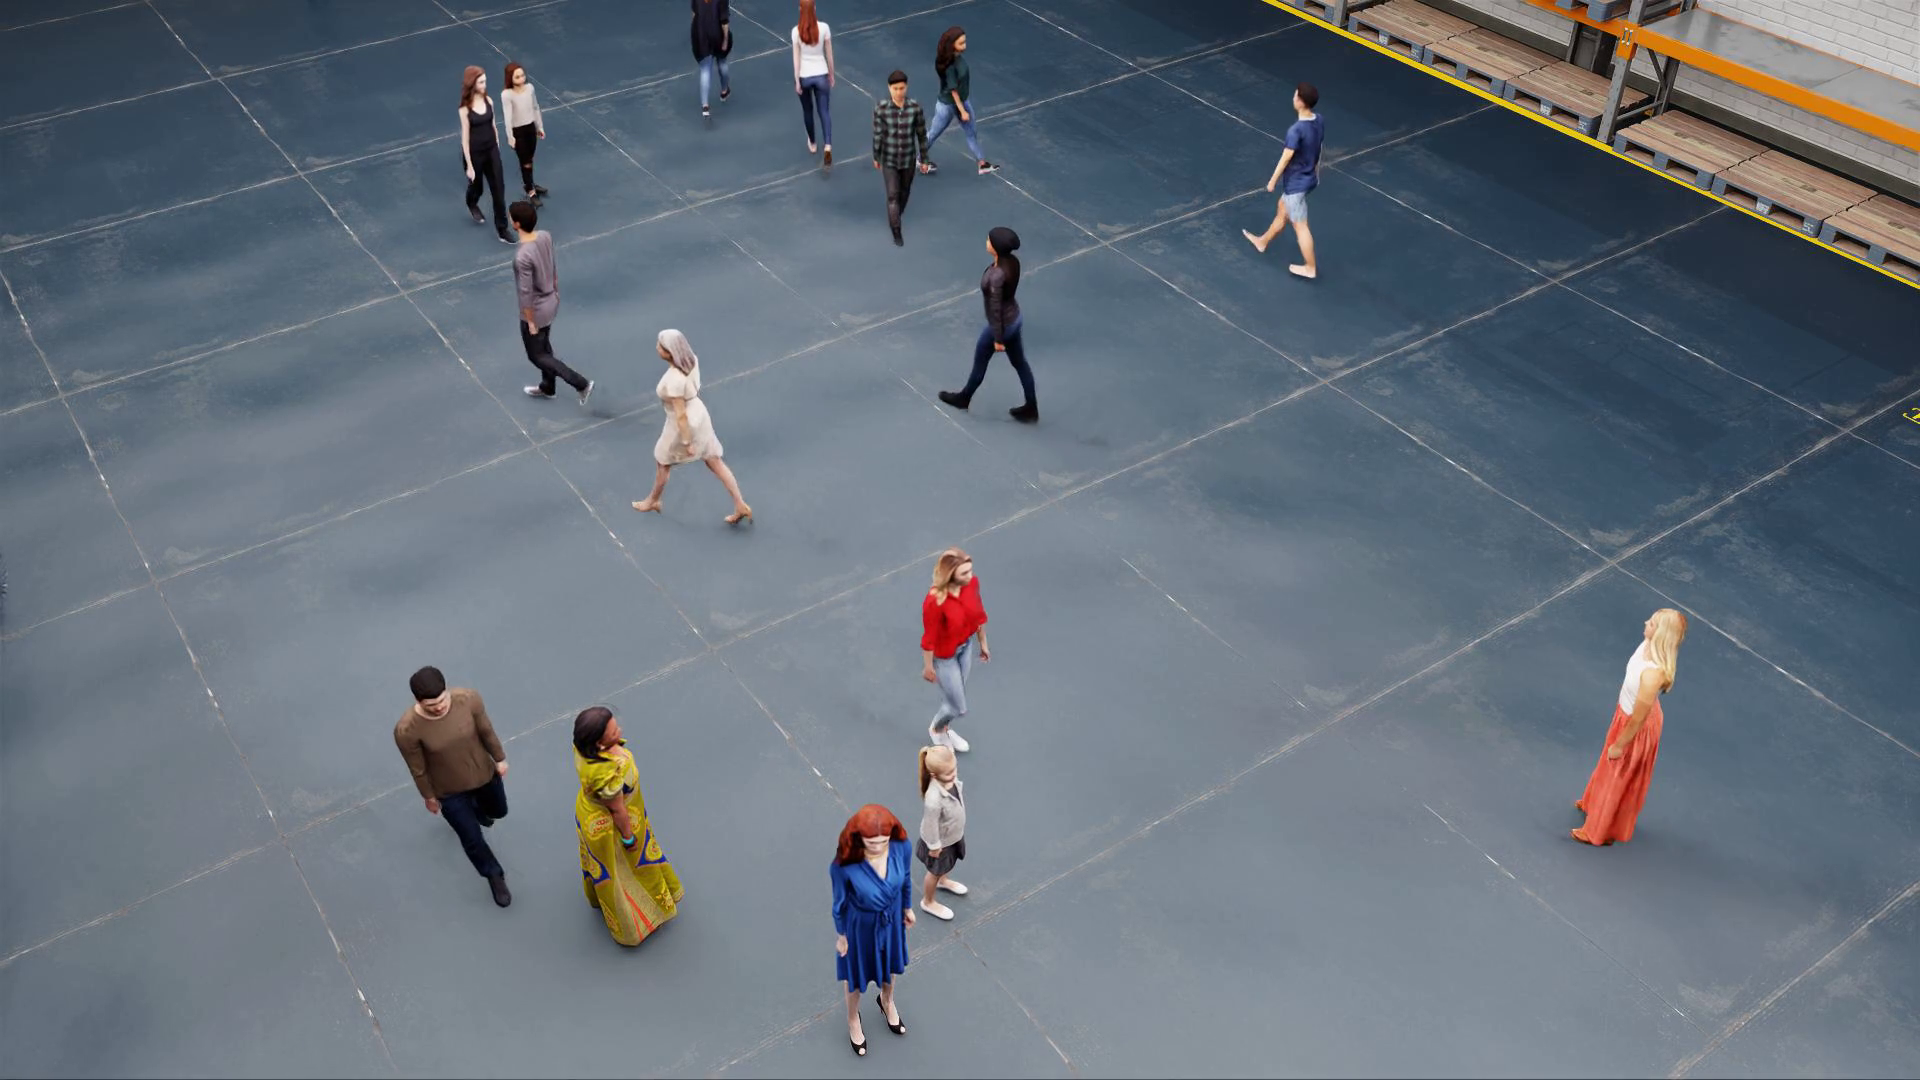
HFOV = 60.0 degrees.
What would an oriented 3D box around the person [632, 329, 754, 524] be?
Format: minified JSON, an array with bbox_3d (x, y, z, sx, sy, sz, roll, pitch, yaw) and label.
[{"bbox_3d":[-1.903,-0.781,12.232,1.219,1.676,1.109,8,39,10],"label":"person"}]

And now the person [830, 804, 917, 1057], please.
[{"bbox_3d":[-0.451,1.992,8.641,0.637,1.825,0.609,-18,42,-21],"label":"person"}]

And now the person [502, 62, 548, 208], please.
[{"bbox_3d":[-4.355,-4.073,16.519,0.751,1.470,0.653,21,43,24],"label":"person"}]

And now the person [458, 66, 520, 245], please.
[{"bbox_3d":[-4.619,-3.693,15.860,1.179,1.698,0.795,31,48,33],"label":"person"}]

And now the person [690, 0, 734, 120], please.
[{"bbox_3d":[-2.721,-5.380,18.017,1.108,1.643,1.204,3,39,4],"label":"person"}]

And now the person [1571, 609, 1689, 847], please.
[{"bbox_3d":[3.964,1.103,9.772,0.747,1.802,0.727,16,41,19],"label":"person"}]

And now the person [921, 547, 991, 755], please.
[{"bbox_3d":[-0.113,0.671,10.400,0.662,1.693,0.687,25,45,28],"label":"person"}]

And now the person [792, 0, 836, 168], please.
[{"bbox_3d":[-1.493,-4.694,17.096,0.829,1.720,1.104,-8,39,-10],"label":"person"}]

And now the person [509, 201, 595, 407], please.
[{"bbox_3d":[-3.345,-1.875,13.475,1.099,1.833,1.011,10,40,12],"label":"person"}]

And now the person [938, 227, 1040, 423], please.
[{"bbox_3d":[0.437,-1.679,13.328,1.184,1.710,1.021,13,40,16],"label":"person"}]

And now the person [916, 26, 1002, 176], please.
[{"bbox_3d":[-0.171,-4.412,16.872,1.204,1.560,1.038,11,40,13],"label":"person"}]

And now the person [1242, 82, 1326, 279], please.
[{"bbox_3d":[3.166,-3.229,15.197,1.172,1.801,0.818,29,47,31],"label":"person"}]

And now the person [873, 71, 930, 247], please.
[{"bbox_3d":[-0.600,-3.750,16.130,0.992,1.682,1.180,-5,39,-7],"label":"person"}]

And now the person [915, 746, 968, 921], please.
[{"bbox_3d":[-0.111,1.643,9.518,0.647,1.274,0.602,14,41,17],"label":"person"}]

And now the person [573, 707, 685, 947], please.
[{"bbox_3d":[-1.949,1.559,9.314,0.939,1.661,0.742,-19,42,-22],"label":"person"}]

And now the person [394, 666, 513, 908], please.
[{"bbox_3d":[-2.876,1.296,9.488,0.728,1.855,0.971,-29,47,-32],"label":"person"}]
